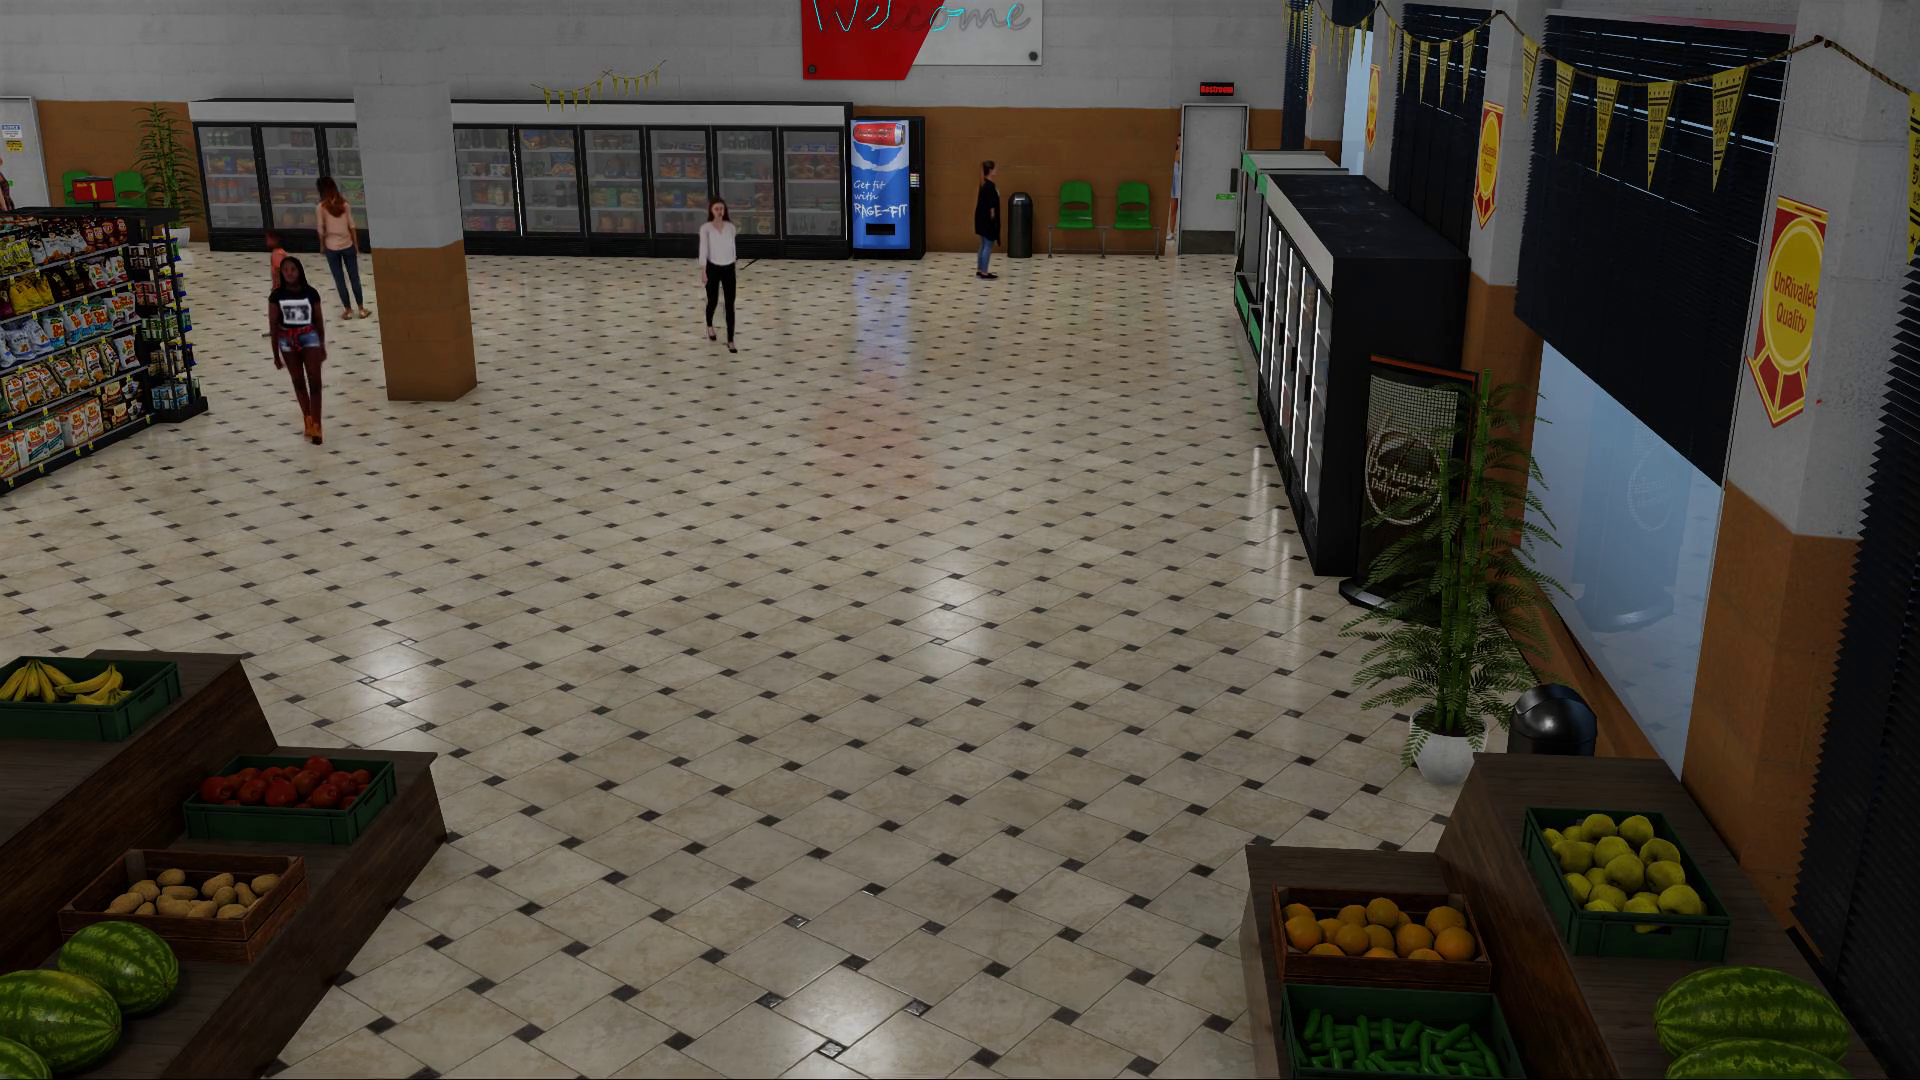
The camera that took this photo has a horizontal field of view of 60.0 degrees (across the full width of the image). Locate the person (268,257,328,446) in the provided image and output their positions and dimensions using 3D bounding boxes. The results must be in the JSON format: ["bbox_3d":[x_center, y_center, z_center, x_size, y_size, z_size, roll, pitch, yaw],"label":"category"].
[{"bbox_3d":[-6.072,-1.753,15.345,0.839,1.691,1.143,-4,19,-13],"label":"person"}]

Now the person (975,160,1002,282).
[{"bbox_3d":[0.378,-4.538,23.618,0.761,1.682,0.613,-5,19,-14],"label":"person"}]

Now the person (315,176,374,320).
[{"bbox_3d":[-7.752,-3.662,20.871,0.772,1.777,0.766,-6,20,-18],"label":"person"}]

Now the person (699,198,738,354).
[{"bbox_3d":[-2.783,-3.028,19.077,1.008,1.721,1.232,-8,20,-24],"label":"person"}]
